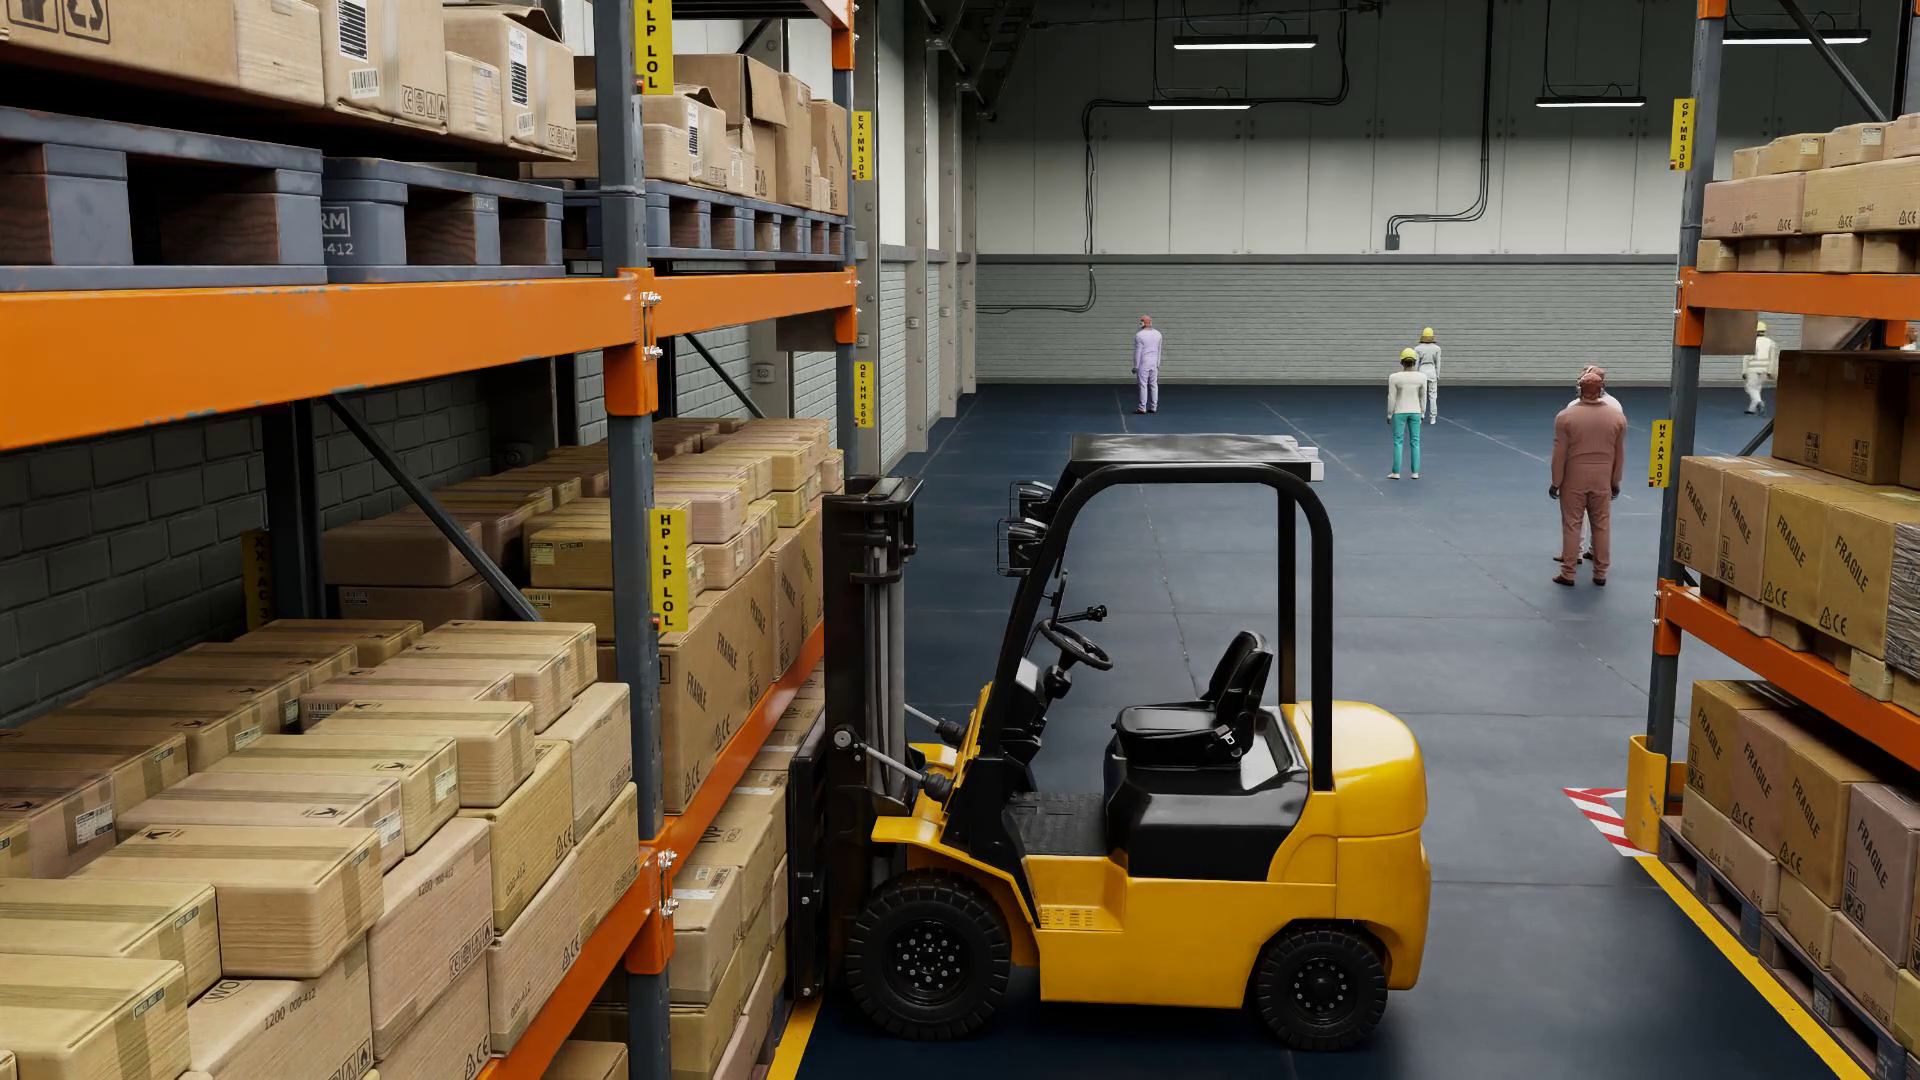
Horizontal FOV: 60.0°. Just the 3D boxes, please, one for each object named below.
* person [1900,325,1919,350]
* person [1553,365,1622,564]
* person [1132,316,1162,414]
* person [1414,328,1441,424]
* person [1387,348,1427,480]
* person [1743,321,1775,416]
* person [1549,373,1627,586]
[{"bbox_3d":[15.875,-2.688,28.026,0.596,1.871,0.484,-8,12,-39],"label":"person"},{"bbox_3d":[6.027,-0.724,16.019,0.642,1.913,0.408,-4,10,-25],"label":"person"},{"bbox_3d":[3.594,-3.384,32.172,0.638,1.902,0.407,-6,11,-34],"label":"person"},{"bbox_3d":[8.455,-2.972,30.157,0.484,1.743,0.295,1,9,4],"label":"person"},{"bbox_3d":[5.980,-1.686,22.292,0.526,1.768,0.315,0,9,-1],"label":"person"},{"bbox_3d":[15.155,-3.240,31.568,0.598,1.814,0.673,-1,9,-6],"label":"person"},{"bbox_3d":[5.597,-0.536,14.899,0.644,1.907,0.400,0,9,1],"label":"person"}]
